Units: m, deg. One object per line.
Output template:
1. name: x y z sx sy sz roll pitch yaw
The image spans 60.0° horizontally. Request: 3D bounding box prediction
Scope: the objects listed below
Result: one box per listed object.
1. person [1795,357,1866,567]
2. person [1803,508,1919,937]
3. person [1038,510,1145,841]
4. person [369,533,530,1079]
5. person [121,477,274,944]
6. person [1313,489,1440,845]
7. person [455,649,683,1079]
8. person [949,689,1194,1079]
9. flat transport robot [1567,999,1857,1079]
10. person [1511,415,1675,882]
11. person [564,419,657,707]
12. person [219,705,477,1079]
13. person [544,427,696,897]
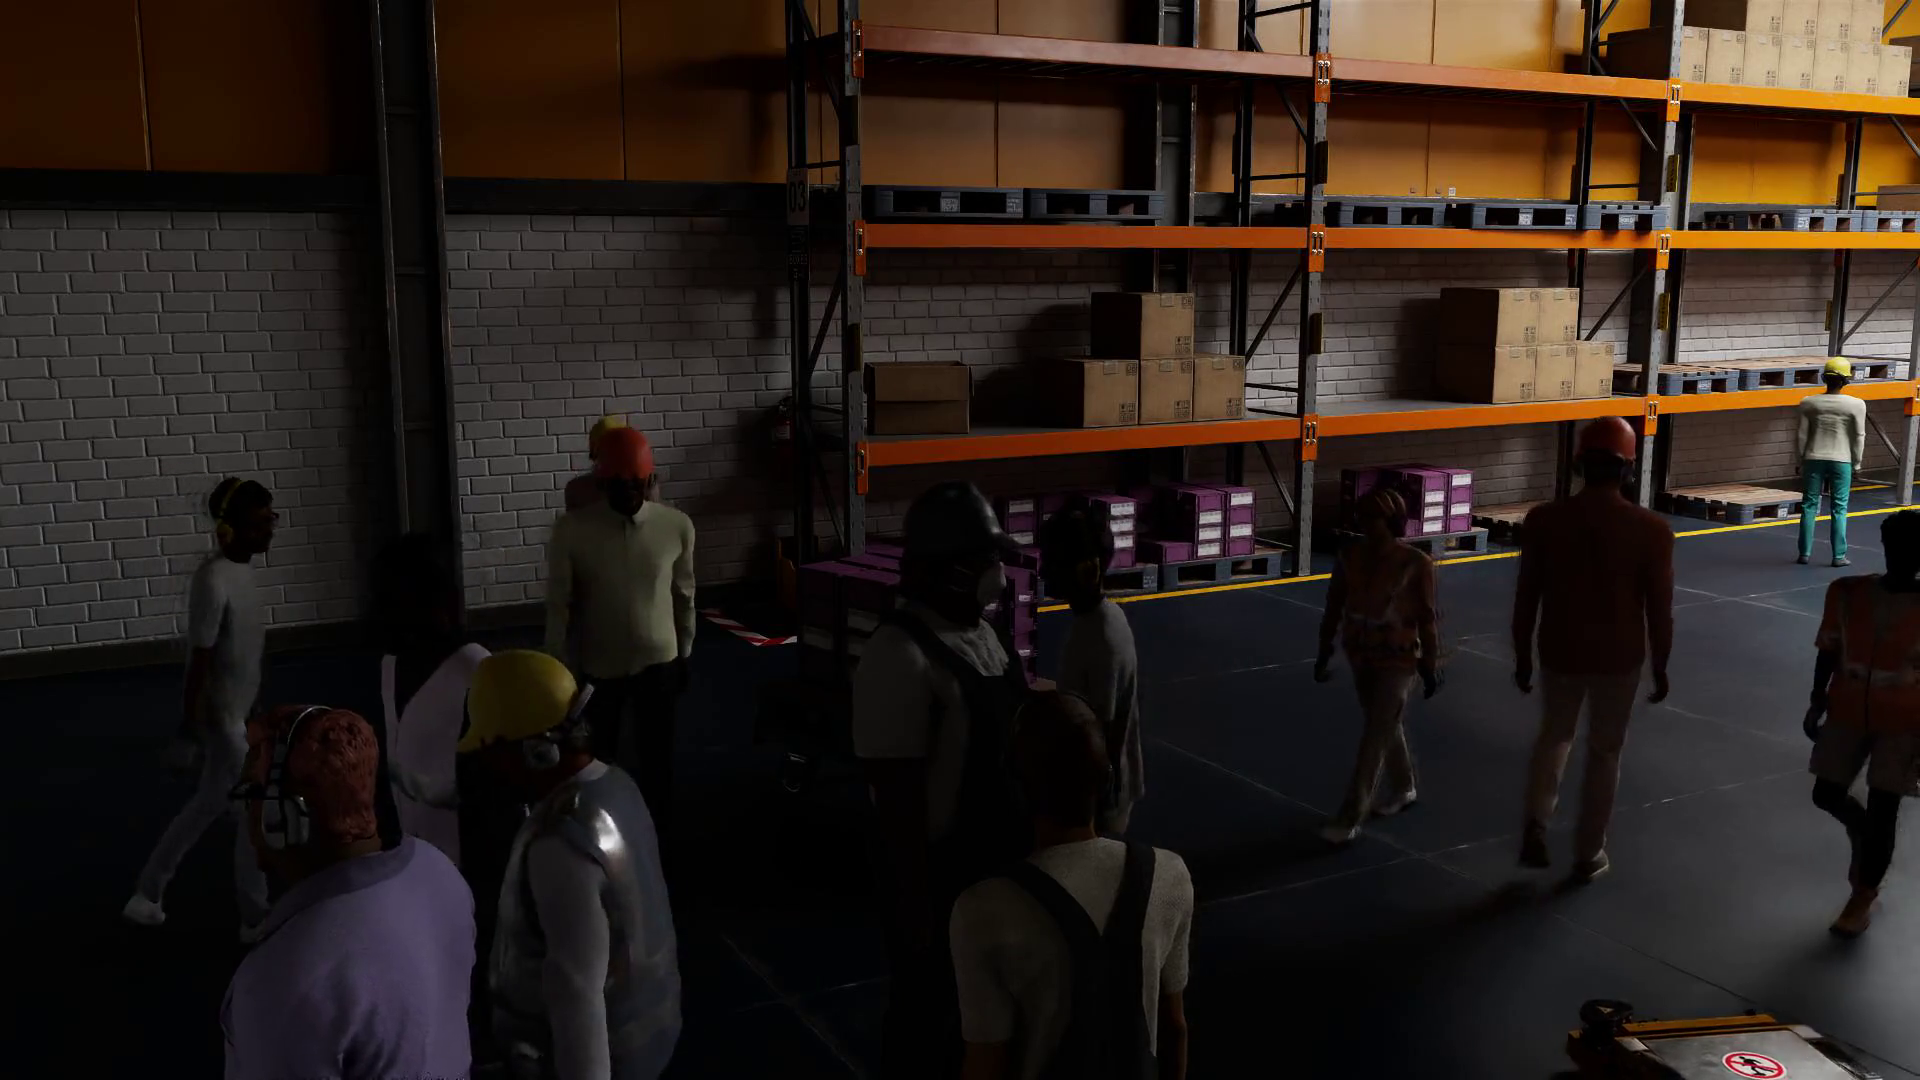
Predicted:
1. person: 7.312 -0.657 14.012 0.526 1.769 0.330 8 13 38
2. person: 3.609 0.690 6.483 0.504 1.680 0.545 -8 13 -40
3. person: 0.416 0.816 5.259 0.394 1.856 0.575 0 10 -1
4. person: -1.533 0.922 4.583 0.937 1.876 0.625 -7 12 -37
5. person: -2.872 0.666 6.255 0.716 1.832 0.567 -3 10 -14
6. person: 1.883 0.554 7.552 0.888 1.588 0.545 -8 13 -39
7. person: -0.852 1.126 3.672 0.471 1.793 0.615 0 10 1
8. person: 0.203 1.189 3.164 0.509 1.842 0.329 -5 11 -27
9. flat transport robot: 2.398 1.697 4.762 0.652 0.197 1.431 -1 10 -8
10. person: 2.619 0.471 6.910 0.611 1.977 0.468 7 12 34
11. person: -1.946 0.169 9.392 0.538 1.718 0.902 -1 10 -6
12. person: -1.053 1.212 2.913 0.401 1.895 0.658 0 10 2
13. person: -1.447 0.465 7.039 0.636 1.963 0.840 -4 11 -21
